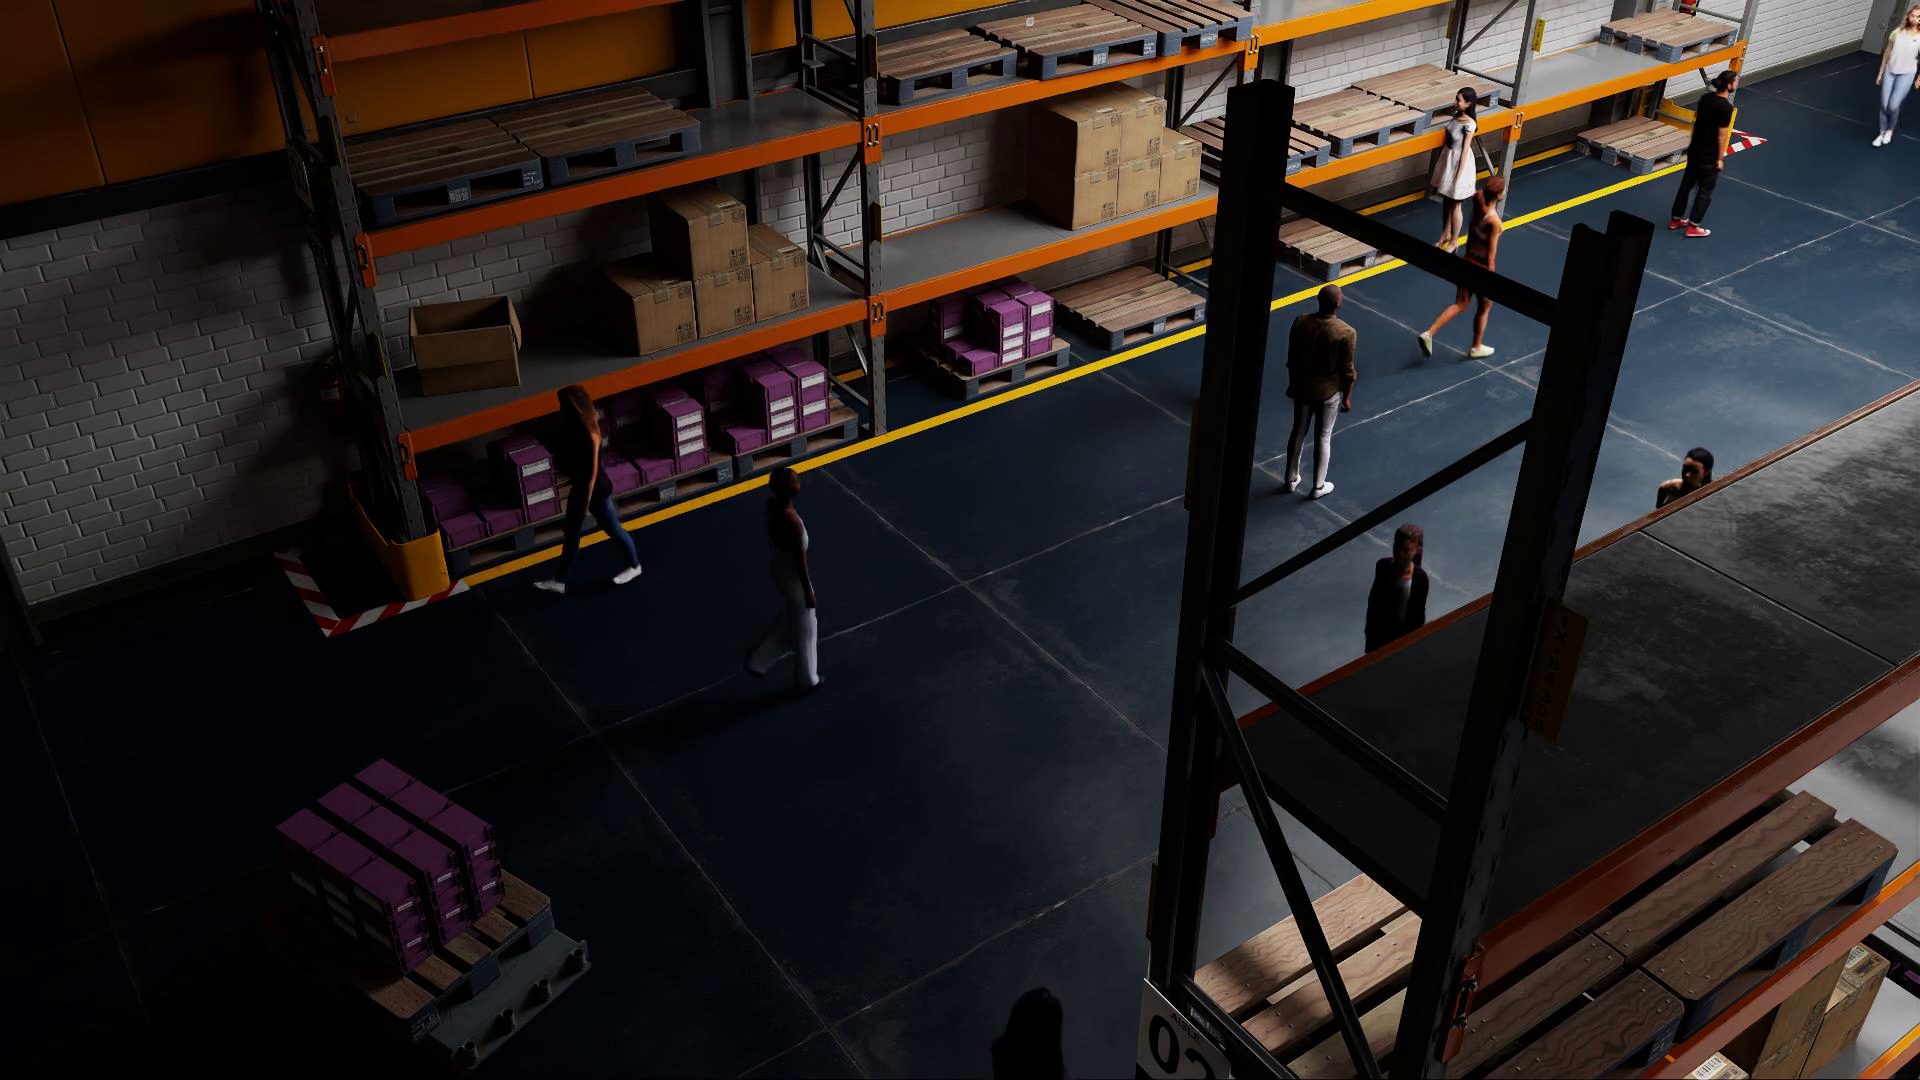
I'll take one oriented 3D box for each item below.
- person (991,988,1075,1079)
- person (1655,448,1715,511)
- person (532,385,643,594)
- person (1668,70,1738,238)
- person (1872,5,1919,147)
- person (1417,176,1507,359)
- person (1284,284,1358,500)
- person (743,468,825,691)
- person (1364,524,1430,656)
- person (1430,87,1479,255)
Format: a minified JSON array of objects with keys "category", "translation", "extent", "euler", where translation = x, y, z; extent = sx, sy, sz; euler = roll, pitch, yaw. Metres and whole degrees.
[{"category":"person","translation":[0.274,2.689,7.385],"extent":[0.679,1.696,0.699],"euler":[24,40,31]},{"category":"person","translation":[4.873,0.100,11.260],"extent":[0.652,1.718,0.728],"euler":[26,41,33]},{"category":"person","translation":[-2.582,-0.366,11.996],"extent":[1.020,1.680,0.584],"euler":[-22,39,-29]},{"category":"person","translation":[7.833,-4.073,17.508],"extent":[0.688,1.754,0.701],"euler":[-10,35,-14]},{"category":"person","translation":[11.153,-5.518,19.727],"extent":[0.674,1.702,0.660],"euler":[28,43,36]},{"category":"person","translation":[4.582,-2.407,14.989],"extent":[1.111,1.767,0.764],"euler":[-12,35,-17]},{"category":"person","translation":[2.809,-1.168,13.071],"extent":[0.796,1.825,0.737],"euler":[19,38,27]},{"category":"person","translation":[-1.182,0.318,10.885],"extent":[0.806,1.771,0.637],"euler":[-16,37,-22]},{"category":"person","translation":[2.839,0.550,10.768],"extent":[0.821,1.514,1.106],"euler":[19,38,27]},{"category":"person","translation":[5.073,-3.773,17.042],"extent":[0.797,1.769,0.775],"euler":[-3,34,-5]}]
